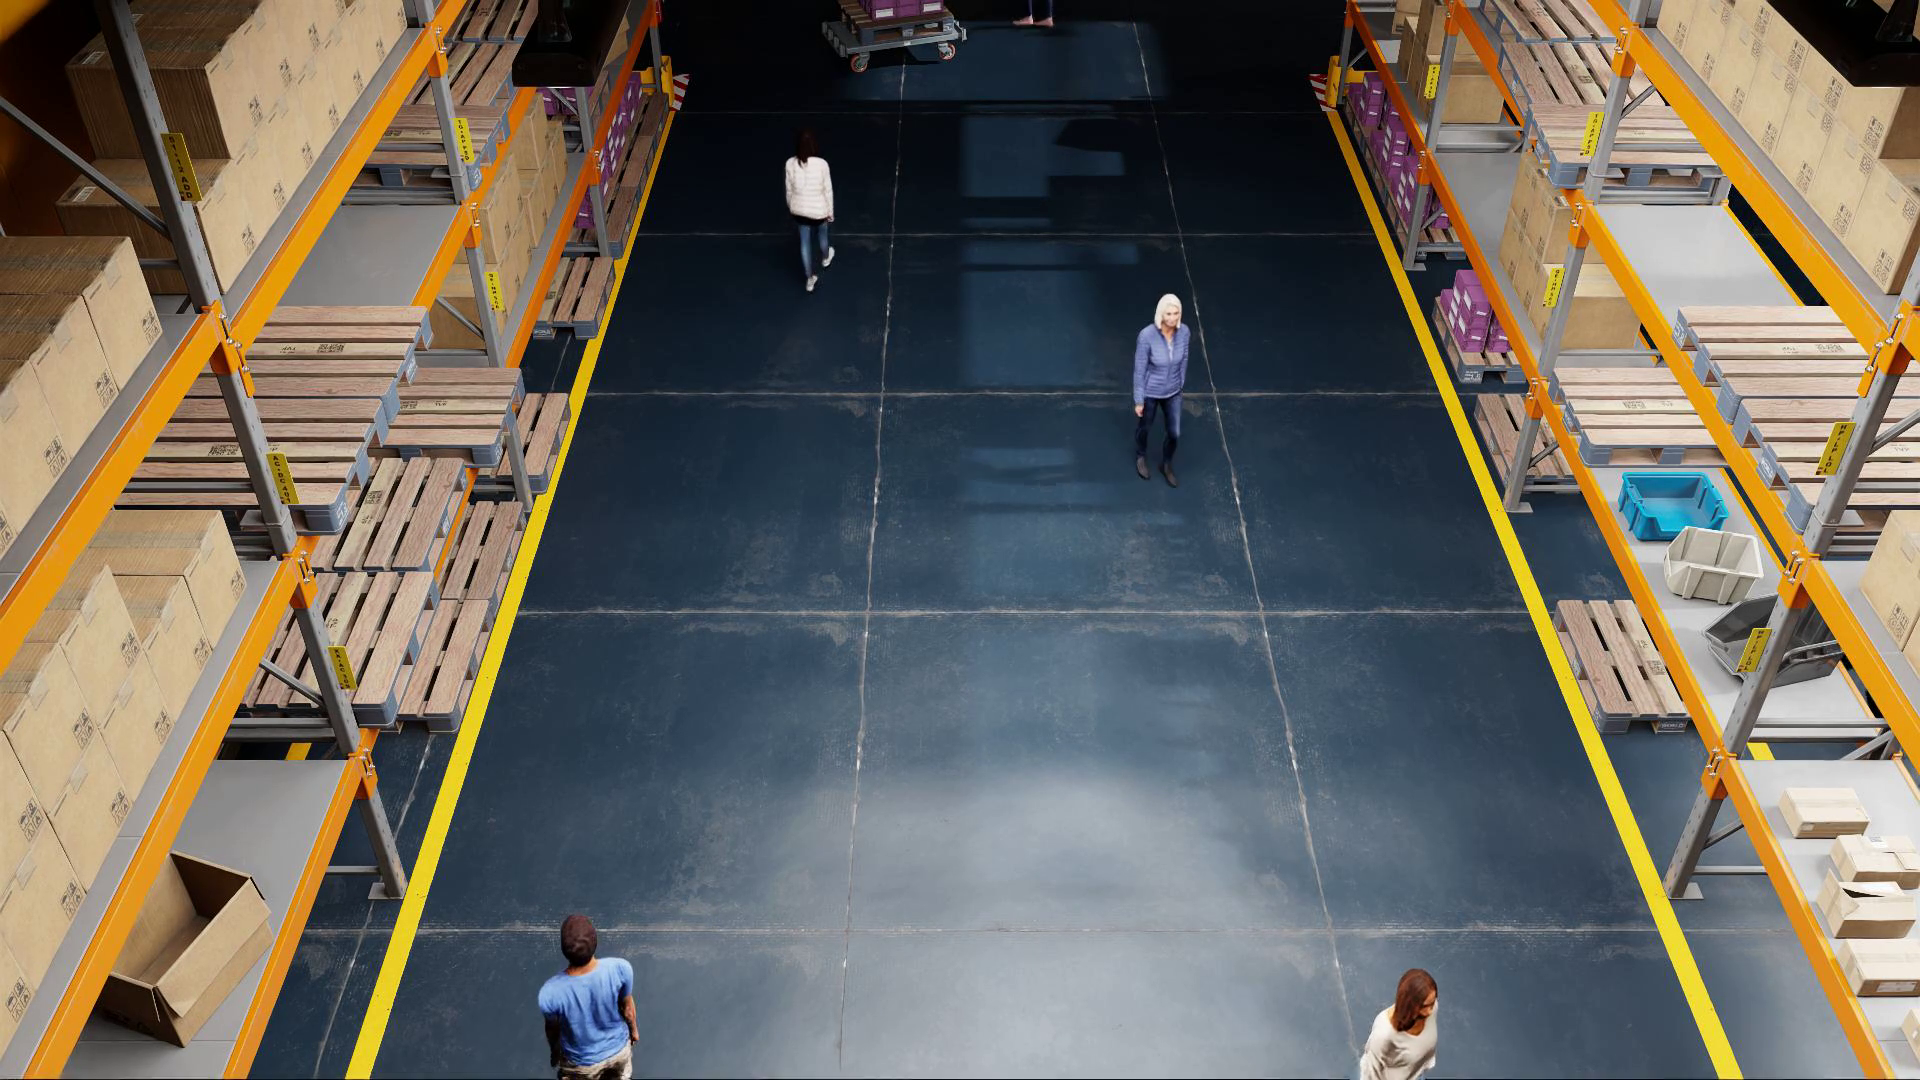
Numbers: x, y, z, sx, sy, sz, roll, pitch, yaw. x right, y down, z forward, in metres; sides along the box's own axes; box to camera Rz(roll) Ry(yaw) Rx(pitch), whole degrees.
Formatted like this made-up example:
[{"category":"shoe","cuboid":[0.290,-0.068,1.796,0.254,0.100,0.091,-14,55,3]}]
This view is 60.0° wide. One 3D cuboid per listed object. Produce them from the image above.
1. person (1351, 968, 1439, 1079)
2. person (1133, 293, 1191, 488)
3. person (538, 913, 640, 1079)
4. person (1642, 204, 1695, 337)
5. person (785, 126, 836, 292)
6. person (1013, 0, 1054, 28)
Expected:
[{"category":"person","cuboid":[2.161,2.721,8.632,0.997,1.643,1.171,-21,43,-24]},{"category":"person","cuboid":[1.589,-1.282,13.577,0.737,1.727,0.773,-8,39,-9]},{"category":"person","cuboid":[-1.849,2.656,8.551,0.928,1.846,1.061,-20,43,-23]},{"category":"person","cuboid":[6.688,-2.605,15.301,0.614,1.642,0.548,6,39,7]},{"category":"person","cuboid":[-1.457,-3.155,16.011,0.696,1.616,0.946,4,39,4]},{"category":"person","cuboid":[1.098,-7.383,21.223,0.772,1.719,0.759,10,40,12]}]
